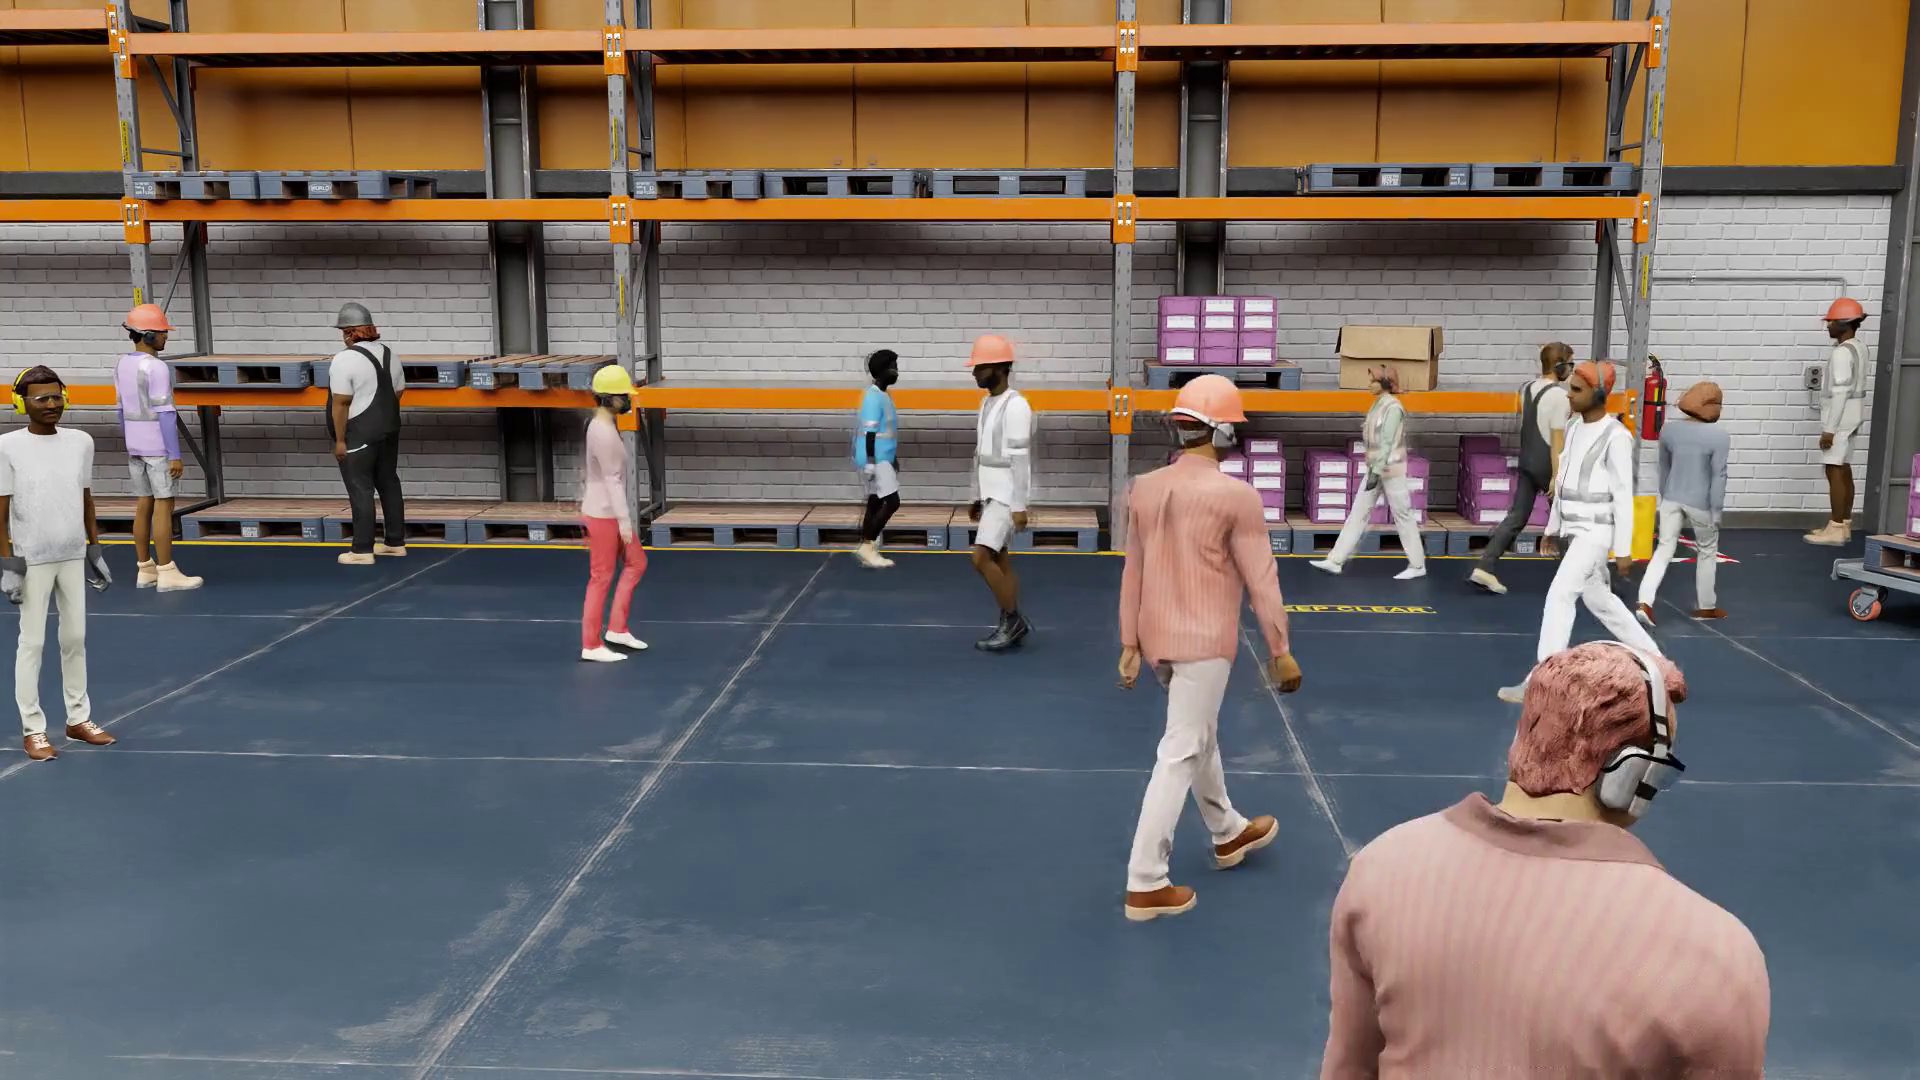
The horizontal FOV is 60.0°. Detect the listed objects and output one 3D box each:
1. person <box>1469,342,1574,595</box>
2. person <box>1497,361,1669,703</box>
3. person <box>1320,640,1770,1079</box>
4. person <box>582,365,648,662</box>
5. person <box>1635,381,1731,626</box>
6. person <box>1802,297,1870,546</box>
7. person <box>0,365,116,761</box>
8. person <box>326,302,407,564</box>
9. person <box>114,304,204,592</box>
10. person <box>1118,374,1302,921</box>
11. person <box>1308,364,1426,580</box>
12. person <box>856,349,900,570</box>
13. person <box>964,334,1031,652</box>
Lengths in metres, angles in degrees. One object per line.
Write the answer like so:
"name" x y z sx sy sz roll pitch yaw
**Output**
"person" 4.051 -0.494 11.675 0.995 1.797 0.506 -3 10 -19
"person" 3.410 -0.036 8.851 0.941 1.848 0.574 0 10 0
"person" 0.751 1.065 2.374 0.846 1.854 0.647 -7 12 -35
"person" -2.016 -0.146 9.752 0.534 1.748 0.548 -2 10 -13
"person" 4.681 -0.233 10.709 0.828 1.591 0.505 -8 12 -37
"person" 7.238 -0.974 13.734 0.388 2.041 0.613 9 13 41
"person" -4.327 0.099 7.959 0.335 1.873 0.520 6 12 33
"person" -4.670 -0.845 12.987 0.536 2.000 0.683 4 10 21
"person" -5.728 -0.654 11.857 0.615 2.042 0.372 7 12 36
"person" 0.949 0.375 6.123 0.988 1.947 0.641 -6 11 -32
"person" 3.053 -0.486 12.196 0.861 1.594 0.515 -1 10 -8
"person" -0.610 -0.601 12.596 0.367 1.683 0.549 1 10 4
"person" 0.218 -0.263 9.934 0.439 1.918 0.573 -3 10 -19
